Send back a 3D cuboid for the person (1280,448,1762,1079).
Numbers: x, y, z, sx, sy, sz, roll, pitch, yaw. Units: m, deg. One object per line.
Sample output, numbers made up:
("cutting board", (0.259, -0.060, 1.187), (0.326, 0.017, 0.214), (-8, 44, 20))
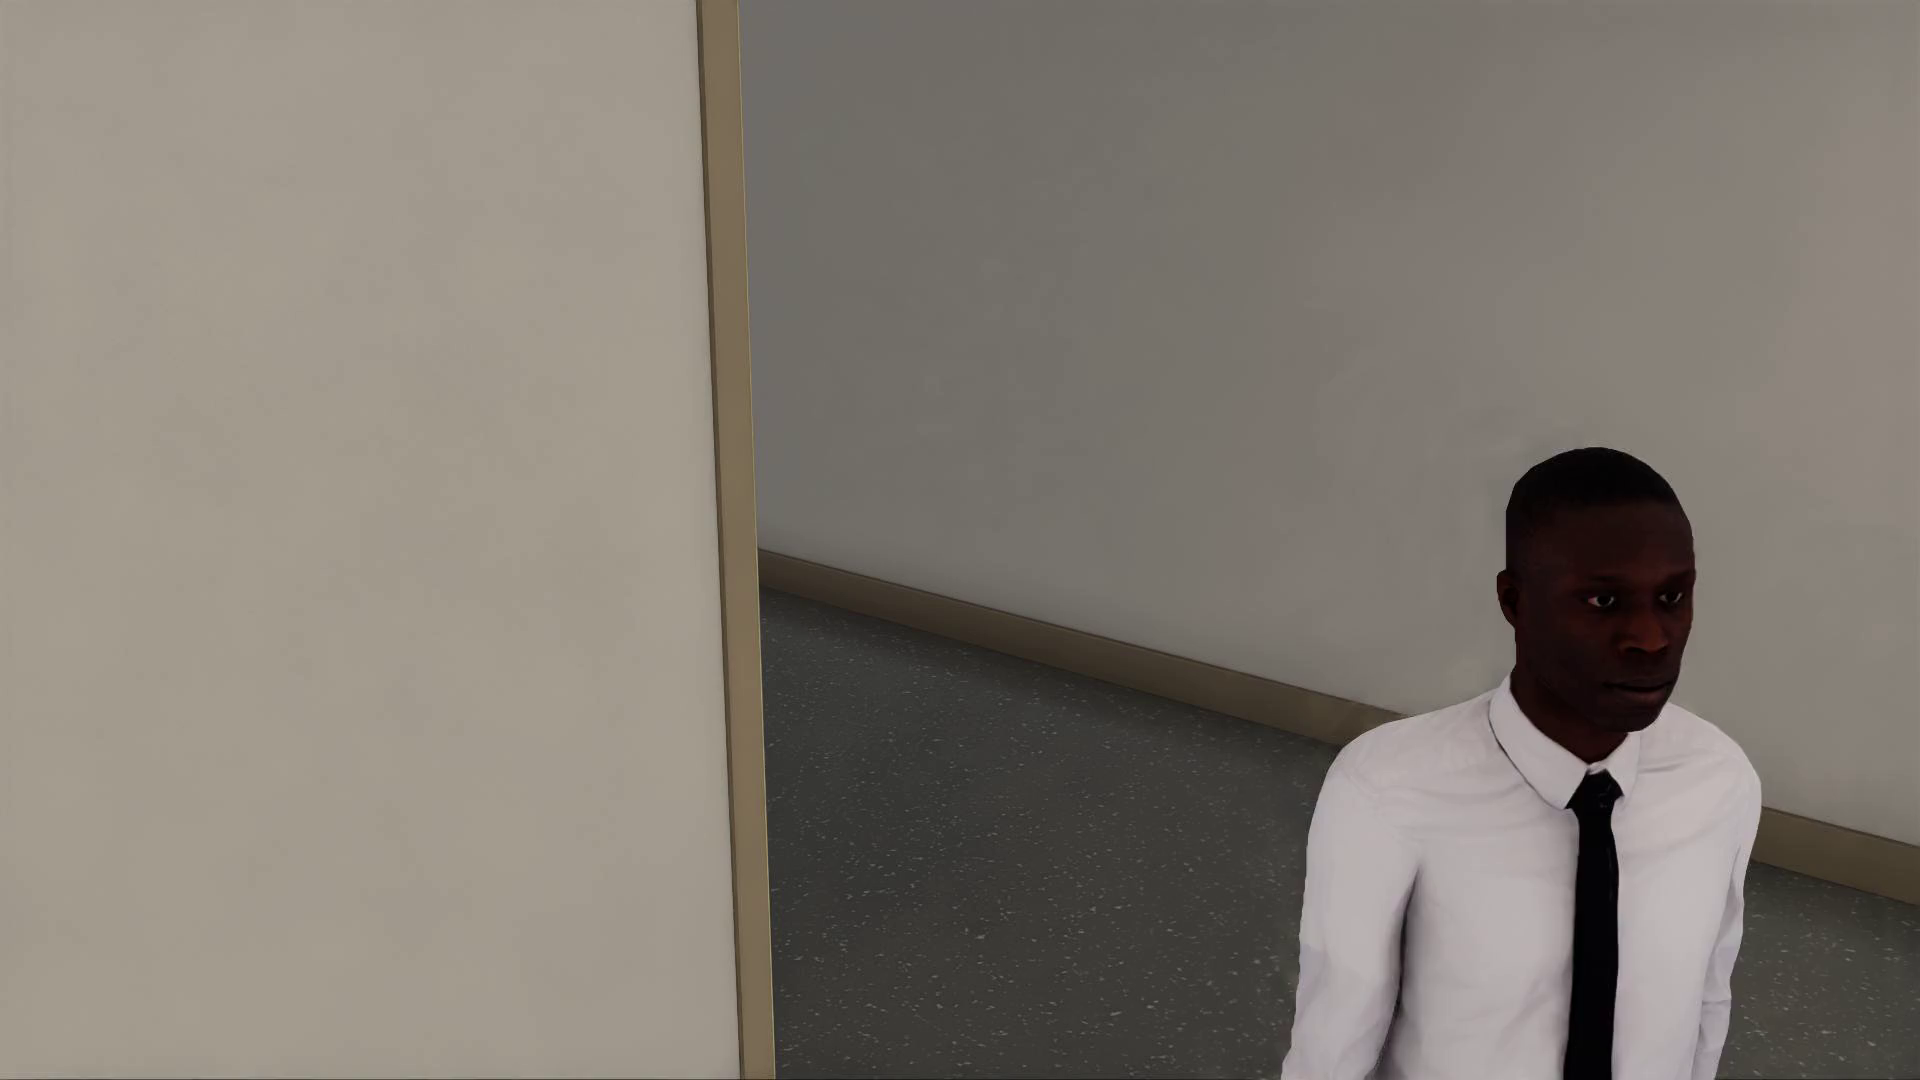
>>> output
("person", (0.573, 0.783, 1.905), (1.231, 1.784, 1.322), (-1, 16, -4))
